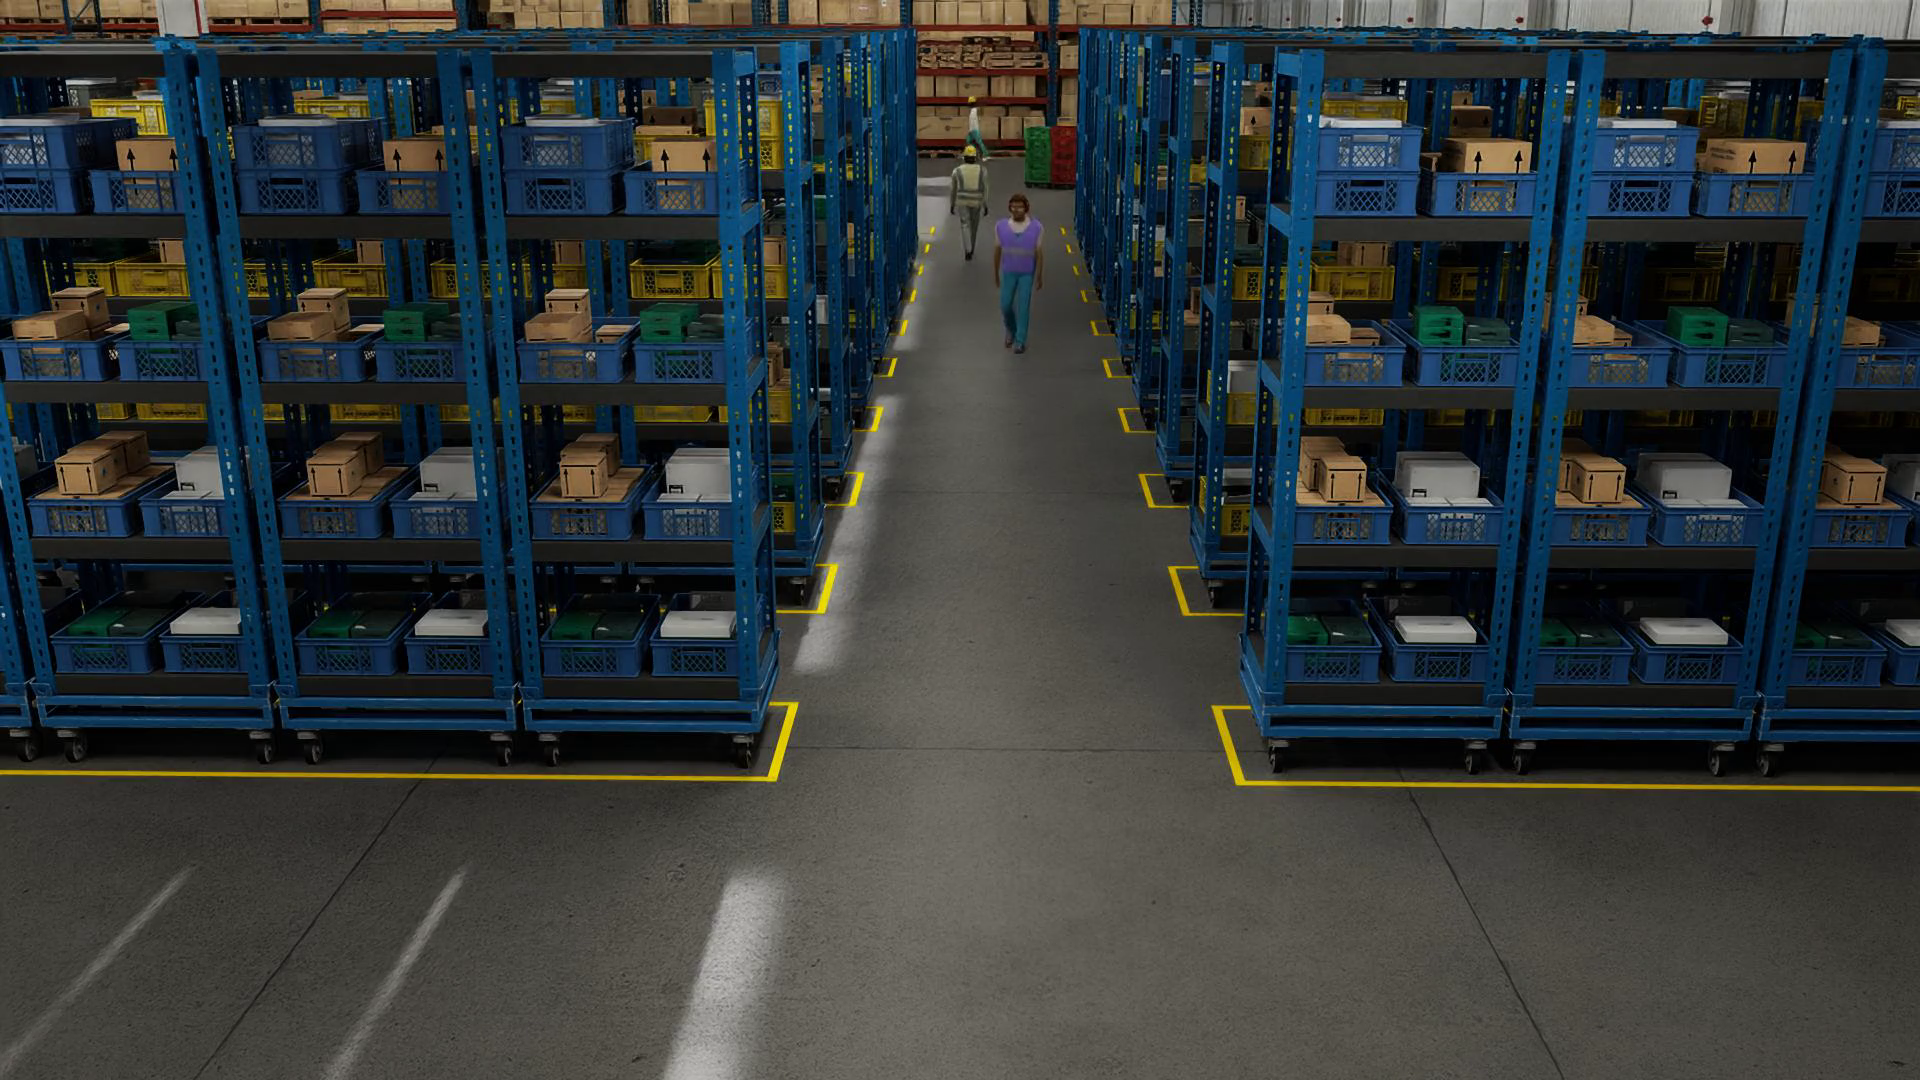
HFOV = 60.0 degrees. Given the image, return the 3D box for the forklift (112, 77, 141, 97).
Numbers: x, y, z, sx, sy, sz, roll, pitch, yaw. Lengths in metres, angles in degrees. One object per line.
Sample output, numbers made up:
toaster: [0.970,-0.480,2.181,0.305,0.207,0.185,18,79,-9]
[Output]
forklift: [-21.503,-11.146,43.160,1.873,2.768,1.129,0,17,1]

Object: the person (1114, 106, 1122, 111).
person: [4.059,-11.225,44.944,0.981,1.951,0.615,0,17,0]

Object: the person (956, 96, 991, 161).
person: [0.398,-11.111,44.973,0.954,1.718,0.533,0,17,0]

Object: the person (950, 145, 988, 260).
person: [0.148,-5.421,26.710,0.603,1.792,0.911,-2,18,-7]

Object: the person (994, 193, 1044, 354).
person: [0.667,-3.060,19.112,0.586,1.828,0.452,3,18,9]
